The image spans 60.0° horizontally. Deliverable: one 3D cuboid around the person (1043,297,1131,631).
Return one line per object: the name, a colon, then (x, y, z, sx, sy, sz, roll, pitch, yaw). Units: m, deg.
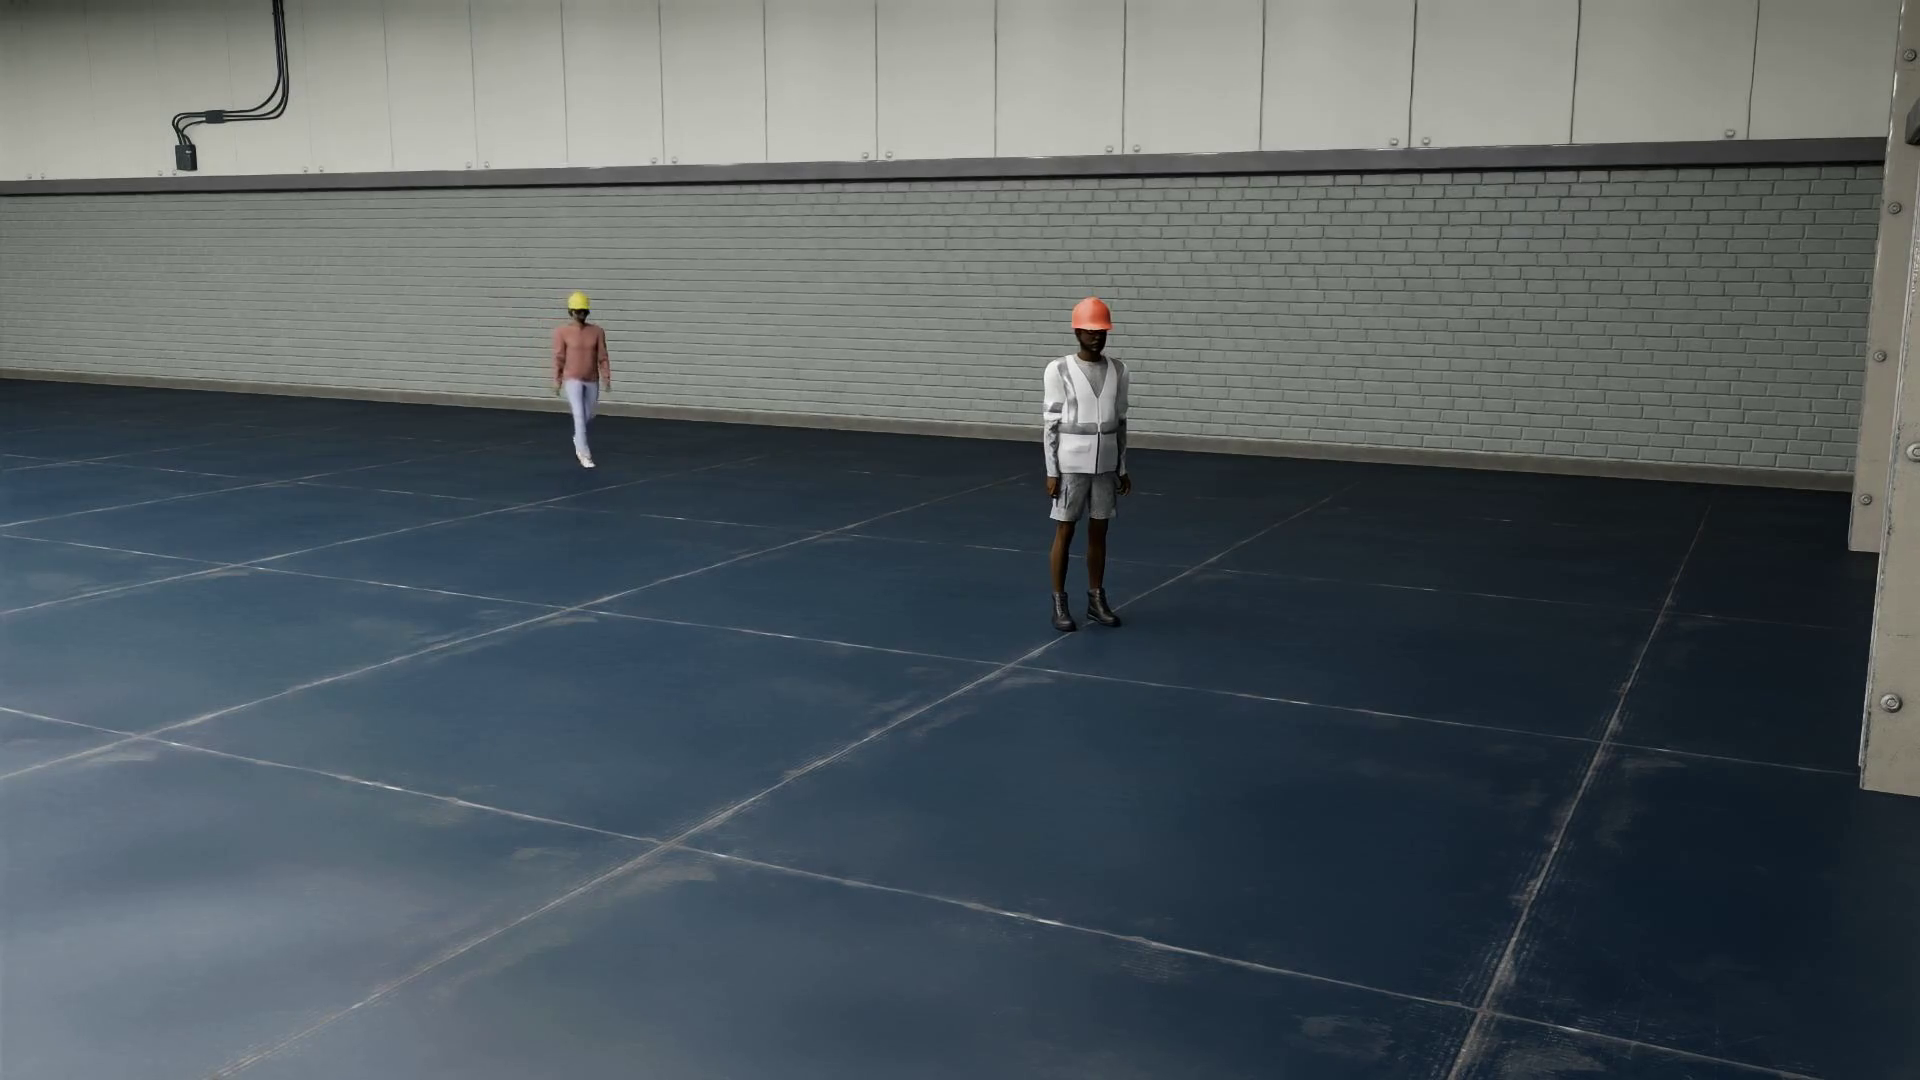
person: (0.752, -0.439, 9.714, 0.543, 1.939, 0.361, -4, 11, -21)

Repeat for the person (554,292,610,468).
person: (-3.819, -1.621, 16.699, 0.542, 1.741, 0.750, -7, 12, -33)
